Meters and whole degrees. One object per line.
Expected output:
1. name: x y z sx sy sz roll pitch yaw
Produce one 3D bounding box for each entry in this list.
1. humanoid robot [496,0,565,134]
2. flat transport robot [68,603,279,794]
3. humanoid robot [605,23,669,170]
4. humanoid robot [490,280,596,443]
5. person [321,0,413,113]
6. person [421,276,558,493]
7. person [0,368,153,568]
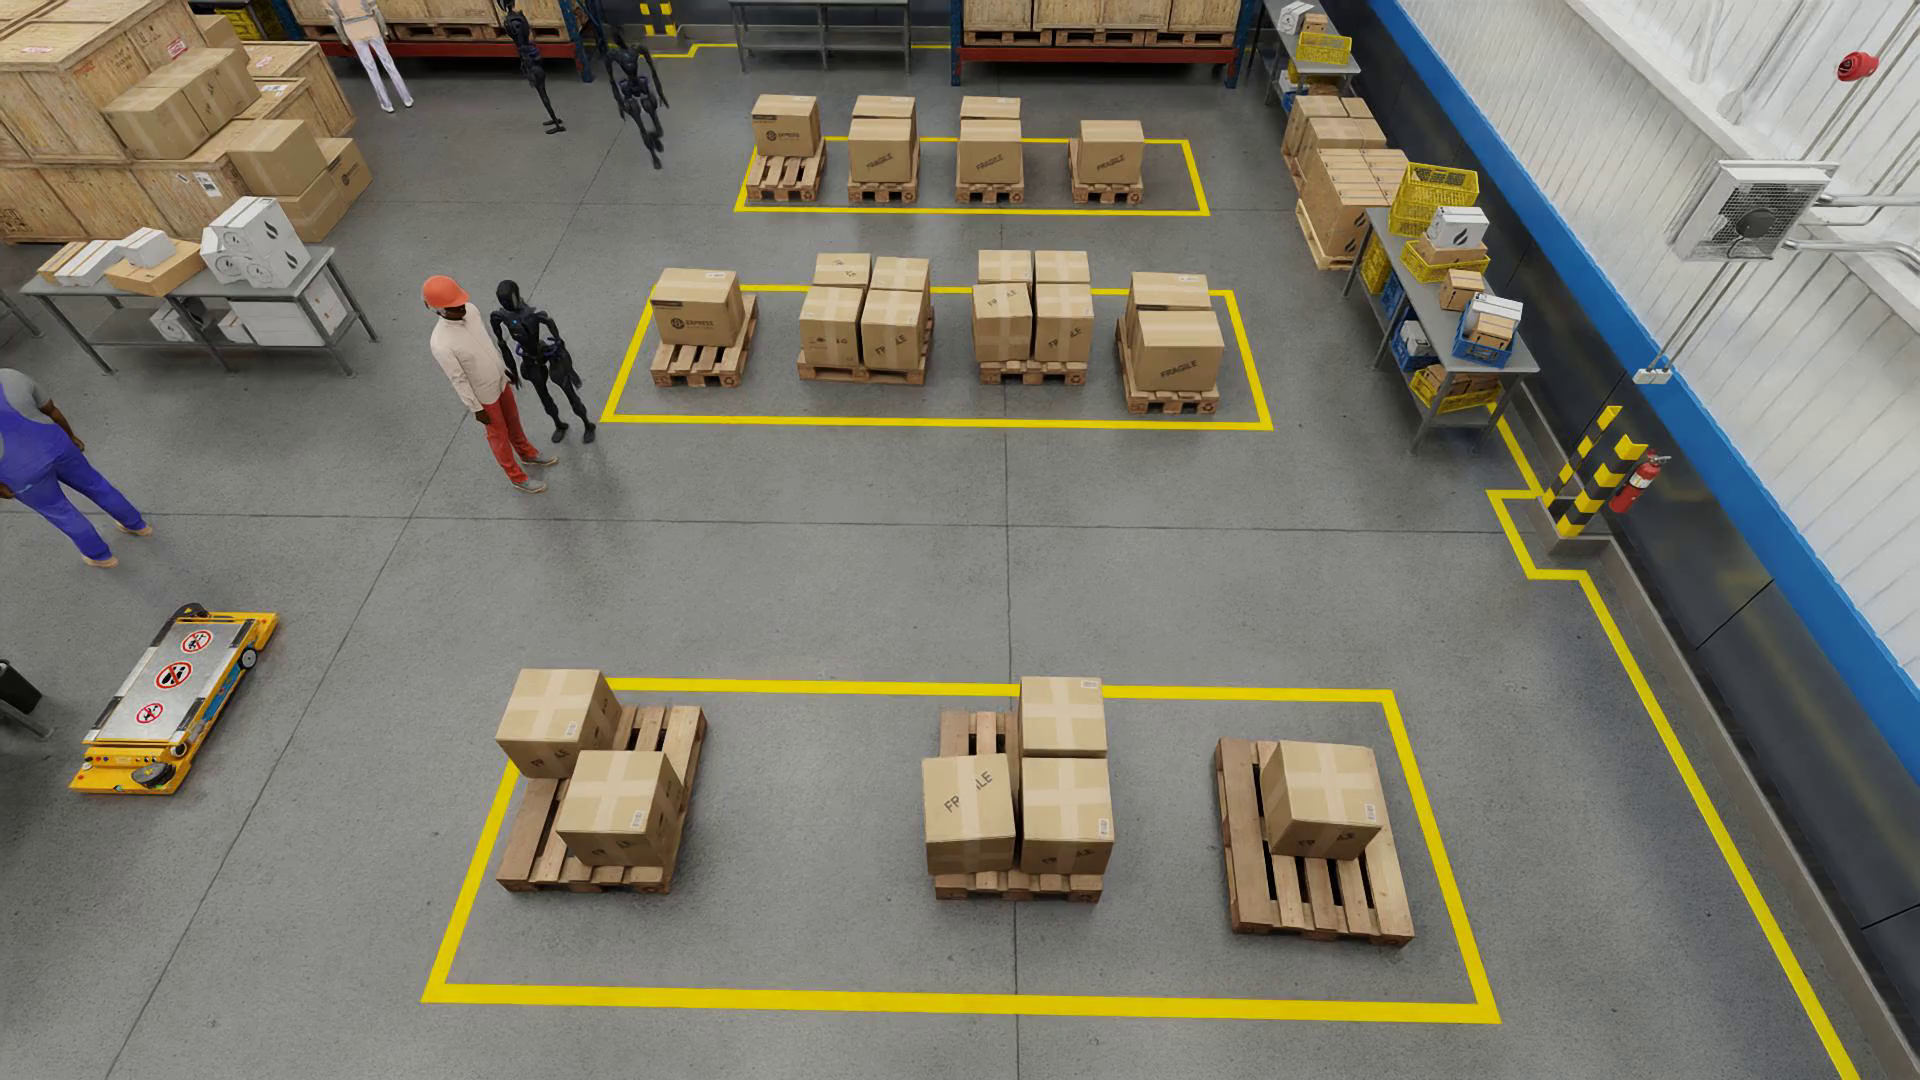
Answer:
1. humanoid robot: -5.401 -5.978 11.502 0.335 1.651 0.570 -24 54 -19
2. flat transport robot: -5.504 1.072 6.442 0.652 0.197 1.431 1 50 1
3. humanoid robot: -3.826 -5.328 10.960 0.615 1.631 0.487 -19 52 -16
4. humanoid robot: -3.497 -1.467 7.685 0.569 1.651 0.325 0 50 0
5. person: -7.692 -6.538 11.813 0.593 1.925 0.368 -29 56 -23
6. person: -3.737 -1.217 7.267 0.378 1.994 0.610 2 50 1
7. person: -6.873 -0.635 6.745 0.536 2.000 0.679 13 51 11
